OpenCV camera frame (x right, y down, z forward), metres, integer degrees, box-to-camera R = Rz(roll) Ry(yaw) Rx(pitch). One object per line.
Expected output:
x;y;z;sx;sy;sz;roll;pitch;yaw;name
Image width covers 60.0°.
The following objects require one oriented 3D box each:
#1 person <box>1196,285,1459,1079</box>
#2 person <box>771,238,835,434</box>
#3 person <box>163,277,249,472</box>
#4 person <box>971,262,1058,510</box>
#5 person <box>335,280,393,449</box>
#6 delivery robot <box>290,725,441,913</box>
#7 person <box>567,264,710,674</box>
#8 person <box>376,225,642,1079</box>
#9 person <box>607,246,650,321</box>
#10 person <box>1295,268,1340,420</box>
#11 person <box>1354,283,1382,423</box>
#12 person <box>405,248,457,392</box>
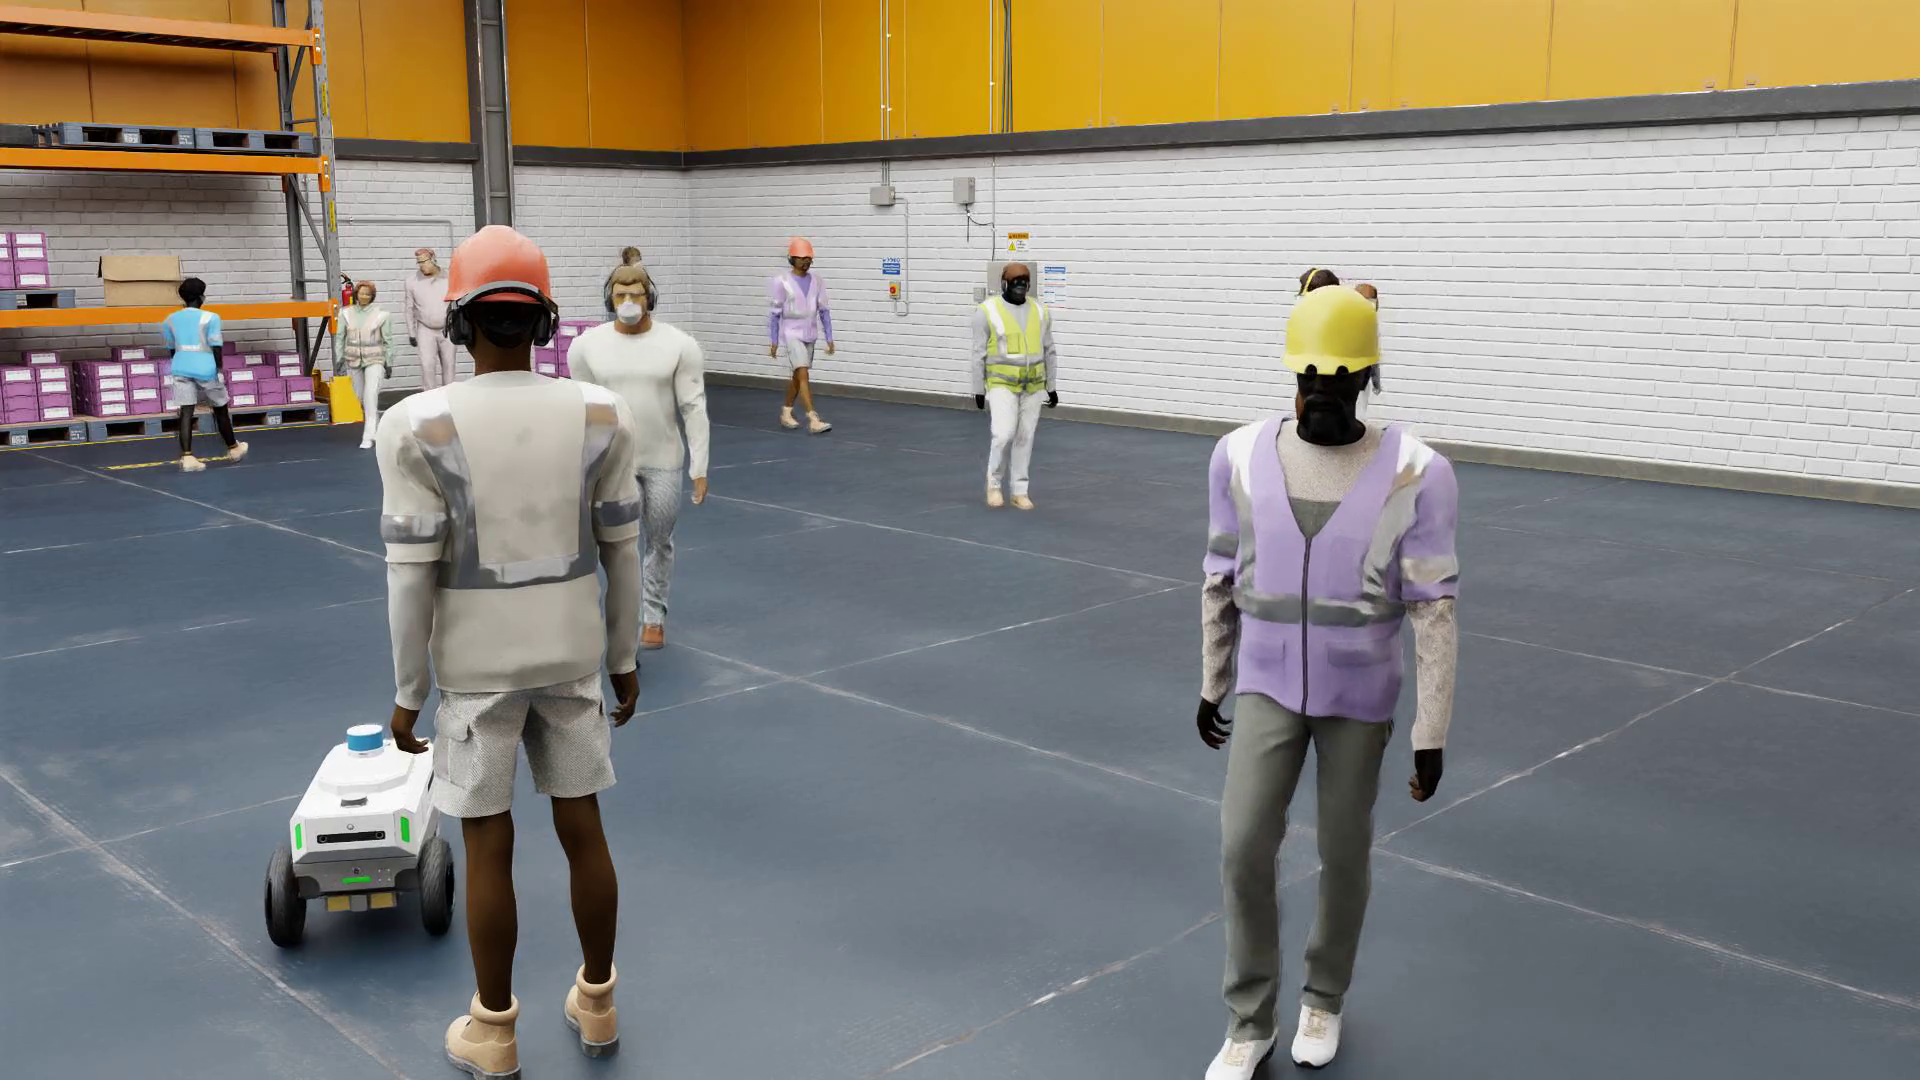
0.818;0.373;3.867;0.629;1.900;0.713;5;11;23;person
-1.625;-2.108;17.191;0.628;1.989;1.042;-8;13;-37;person
-6.586;-1.444;14.460;0.542;1.643;0.879;1;10;4;person
0.417;-1.123;12.256;0.633;1.830;0.452;-5;11;-25;person
-5.715;-1.711;16.053;0.521;1.605;0.786;0;10;-2;person
-1.772;0.798;4.991;0.477;0.478;0.707;-2;11;-11;delivery robot
-1.501;-0.338;7.808;0.653;1.882;1.000;-2;11;-9;person
-1.065;0.284;3.989;0.615;2.043;0.373;-7;12;-33;person
-3.973;-2.512;19.625;0.851;1.912;0.640;4;11;23;person
1.949;-0.533;8.989;0.529;1.848;0.516;-6;12;-30;person
3.341;-1.330;13.934;0.346;1.623;0.499;10;14;43;person
-5.867;-2.332;18.708;0.677;1.865;0.789;-3;11;-18;person
